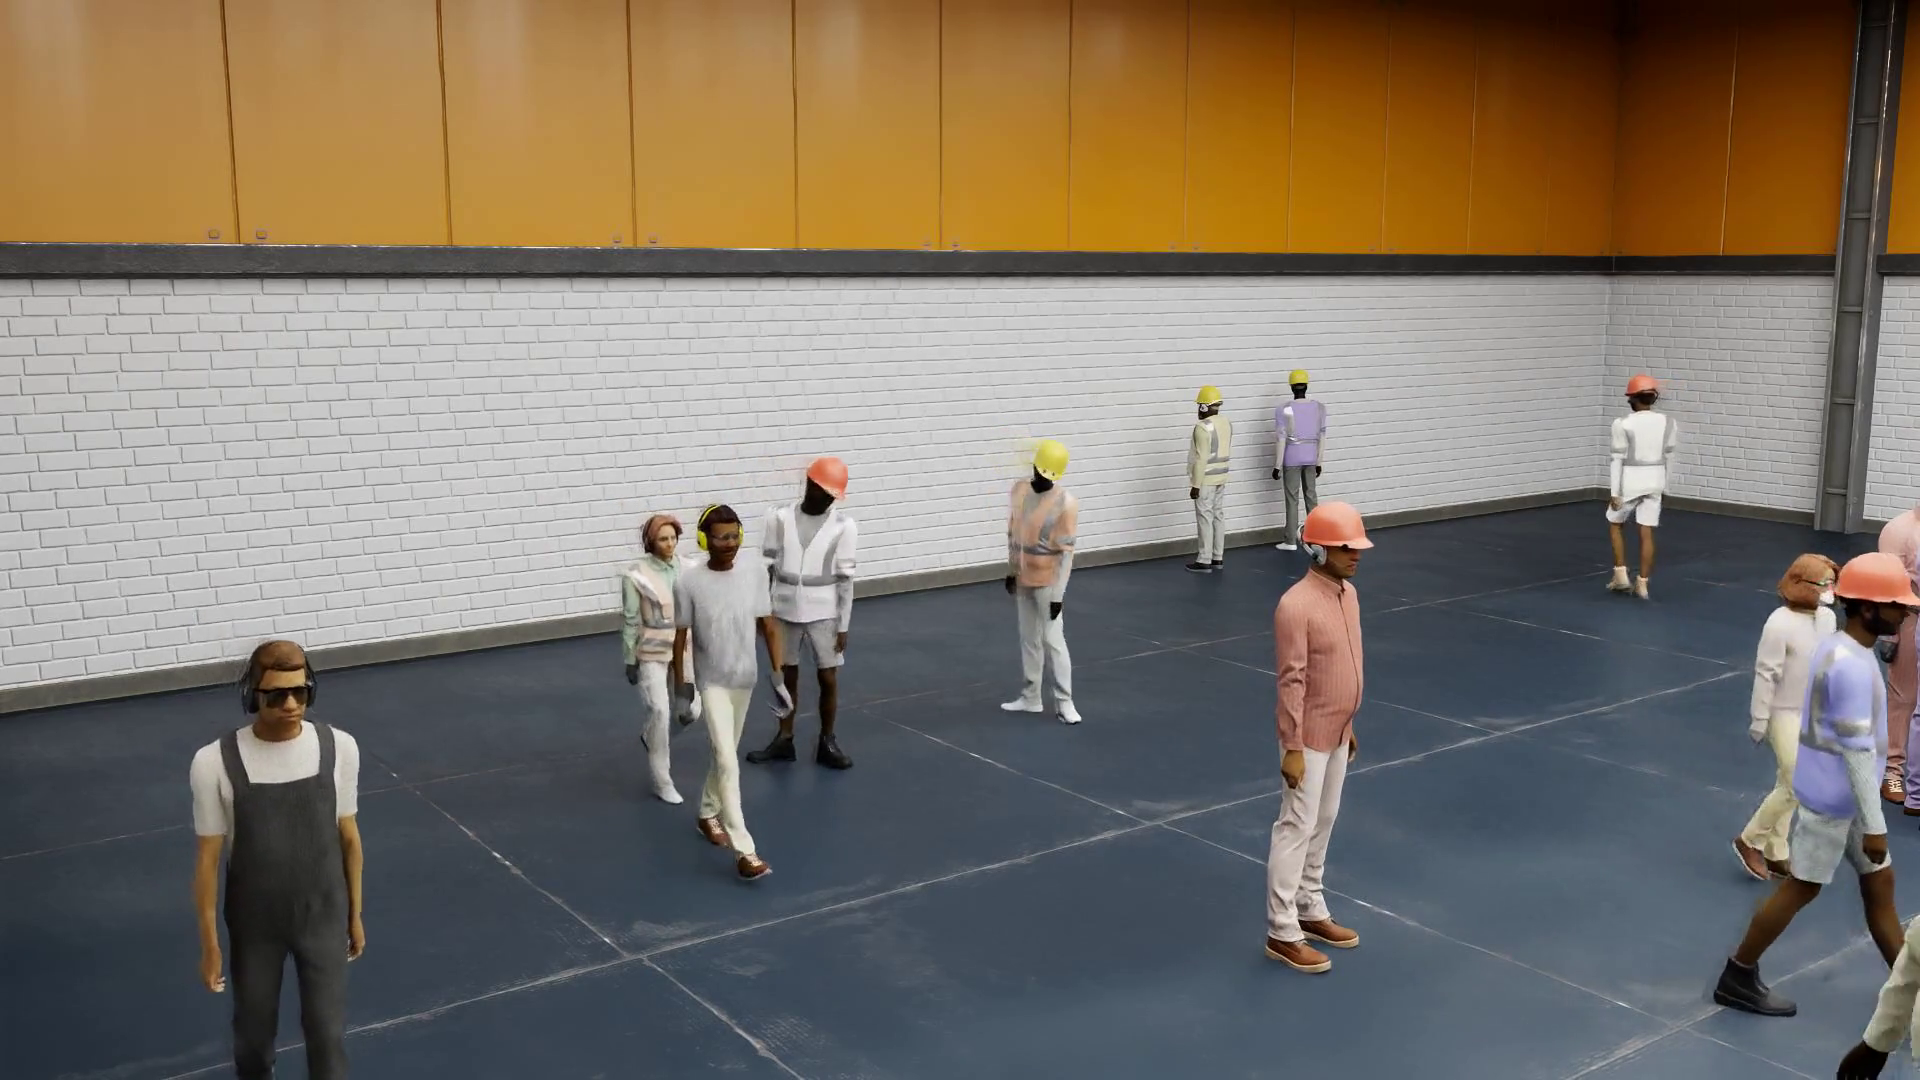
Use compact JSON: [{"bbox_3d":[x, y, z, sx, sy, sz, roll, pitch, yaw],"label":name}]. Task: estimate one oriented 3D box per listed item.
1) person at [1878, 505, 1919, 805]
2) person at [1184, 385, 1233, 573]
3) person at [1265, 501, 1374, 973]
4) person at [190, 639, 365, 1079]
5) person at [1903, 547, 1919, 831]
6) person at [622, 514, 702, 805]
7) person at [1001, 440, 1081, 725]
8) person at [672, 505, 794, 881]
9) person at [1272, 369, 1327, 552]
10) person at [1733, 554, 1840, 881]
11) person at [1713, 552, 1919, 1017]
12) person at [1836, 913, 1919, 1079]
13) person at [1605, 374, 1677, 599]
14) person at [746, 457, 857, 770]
[{"bbox_3d":[5.409,0.517,9.210,0.641,1.908,0.407,0,9,-2],"label":"person"},{"bbox_3d":[2.426,-0.599,16.316,0.404,1.831,0.600,7,11,35],"label":"person"},{"bbox_3d":[1.544,0.817,7.088,0.397,1.992,0.623,7,11,35],"label":"person"},{"bbox_3d":[-2.160,1.192,5.298,0.521,1.825,0.793,-6,11,-31],"label":"person"},{"bbox_3d":[5.234,0.595,8.732,0.408,1.909,0.642,3,10,17],"label":"person"},{"bbox_3d":[-1.687,0.639,9.316,0.519,1.623,0.503,-8,12,-42],"label":"person"},{"bbox_3d":[0.506,0.265,10.895,0.374,1.876,0.682,-7,11,-36],"label":"person"},{"bbox_3d":[-1.141,0.721,8.245,0.511,1.817,1.011,-6,11,-32],"label":"person"},{"bbox_3d":[3.556,-0.834,17.499,0.586,1.921,0.383,-3,10,-17],"label":"person"},{"bbox_3d":[4.007,0.861,7.963,0.513,1.618,0.340,-6,11,-35],"label":"person"},{"bbox_3d":[3.476,0.980,6.438,0.969,1.882,0.560,5,11,29],"label":"person"},{"bbox_3d":[2.362,1.341,3.937,0.581,1.963,0.715,2,10,14],"label":"person"},{"bbox_3d":[6.126,-0.481,15.034,0.615,2.021,0.542,0,9,-1],"label":"person"},{"bbox_3d":[-0.973,0.444,9.776,0.723,1.894,0.383,1,9,8],"label":"person"}]
